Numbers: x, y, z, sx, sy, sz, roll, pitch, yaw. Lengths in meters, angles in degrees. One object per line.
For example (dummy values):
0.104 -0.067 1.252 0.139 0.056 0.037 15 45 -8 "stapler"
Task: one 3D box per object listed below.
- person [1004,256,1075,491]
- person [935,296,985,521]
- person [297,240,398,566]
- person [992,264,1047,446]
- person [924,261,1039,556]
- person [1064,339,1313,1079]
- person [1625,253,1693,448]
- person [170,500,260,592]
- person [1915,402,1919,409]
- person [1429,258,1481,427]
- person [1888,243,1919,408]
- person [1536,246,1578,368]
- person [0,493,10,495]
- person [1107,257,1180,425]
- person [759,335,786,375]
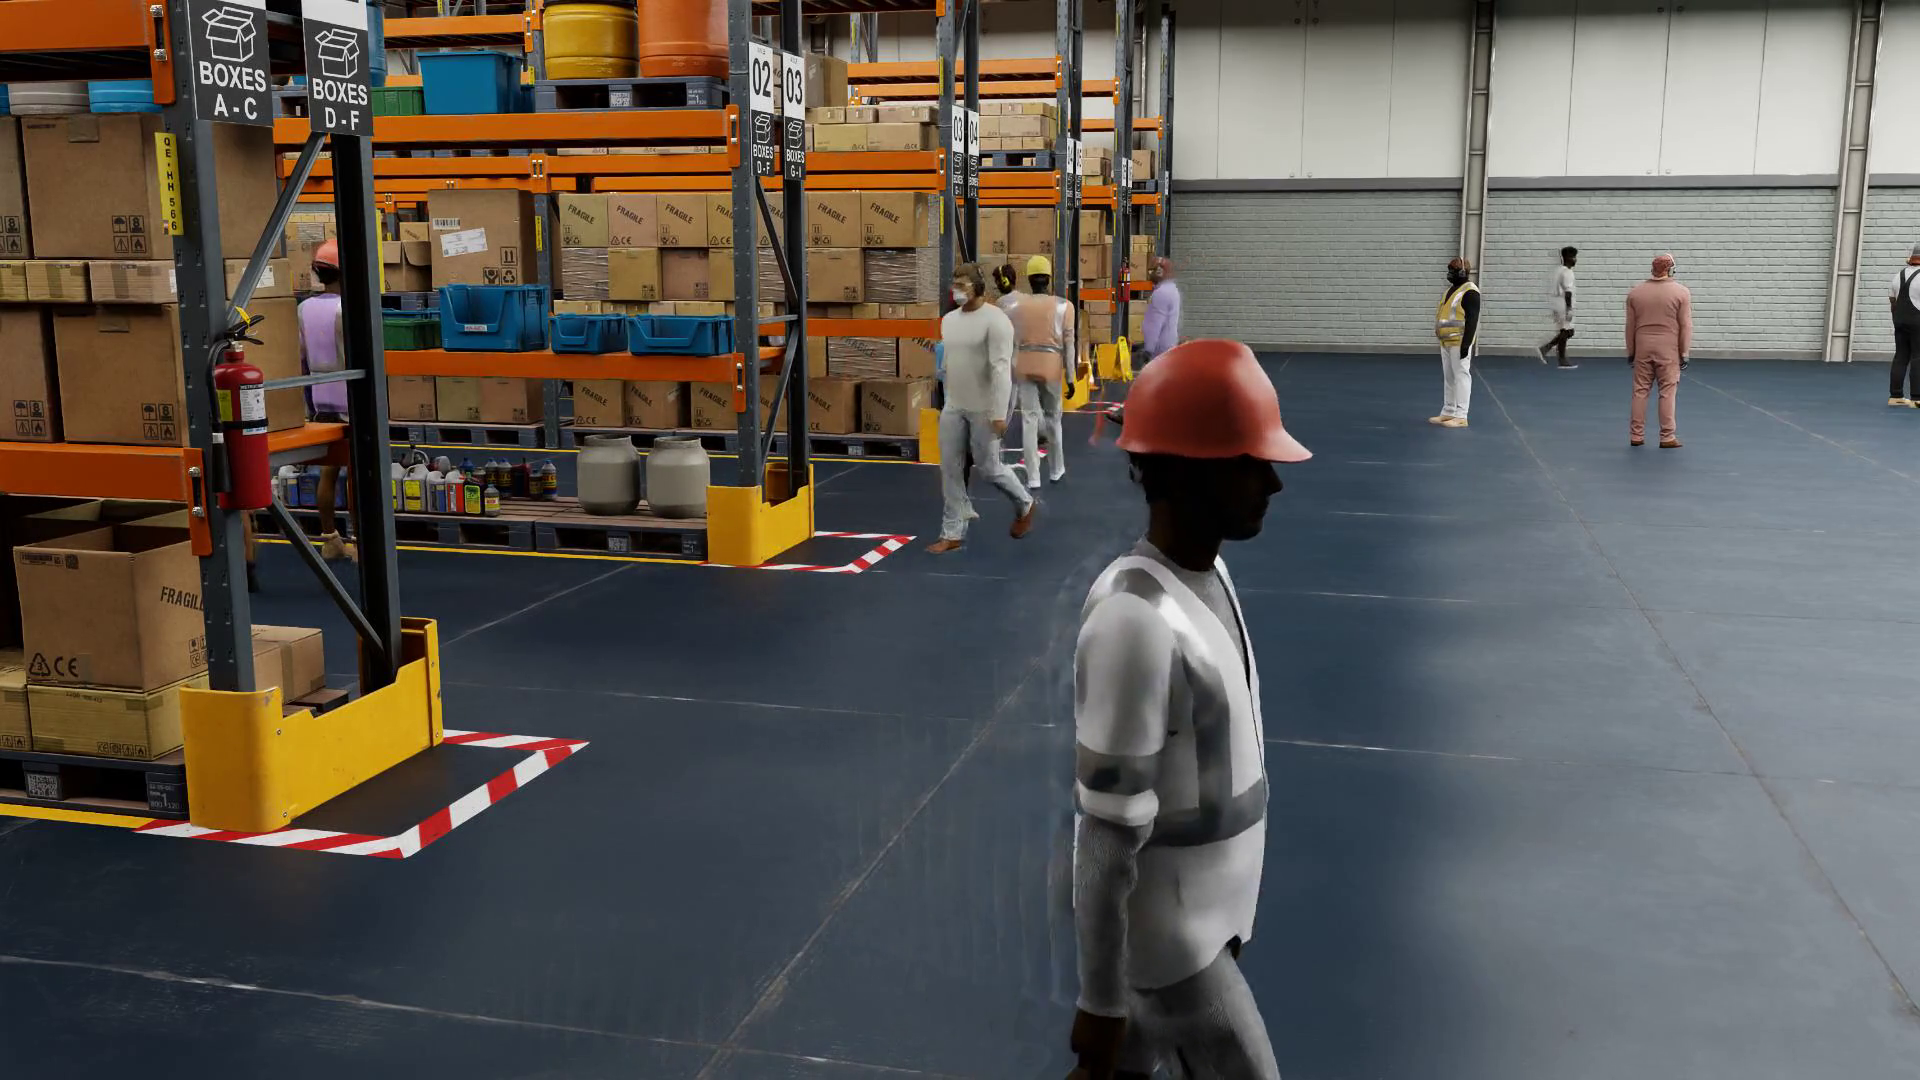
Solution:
0.657 -1.382 13.773 0.614 1.896 0.792 1 10 8 "person"
0.019 -0.995 12.297 0.526 1.656 0.604 -5 12 -27 "person"
-3.867 -0.855 10.473 0.614 2.040 0.378 5 11 26 "person"
0.550 -1.837 16.597 0.973 1.801 0.536 7 12 34 "person"
0.149 -0.867 10.917 0.845 1.915 0.638 -10 14 -43 "person"
0.330 0.606 2.805 0.972 1.895 0.556 3 11 16 "person"
6.905 -1.863 16.427 0.637 1.911 0.406 10 14 43 "person"
-4.313 -0.622 9.521 0.510 1.915 0.565 0 10 -1 "person"
11.744 -2.362 19.349 1.004 1.850 0.677 3 11 18 "person"
5.449 -2.167 18.299 0.429 1.844 0.622 -2 10 -9 "person"
11.759 -2.643 20.381 0.539 2.000 0.688 -2 10 -12 "person"
9.546 -3.687 26.415 0.599 1.950 0.635 1 10 6 "person"
-6.601 -0.902 10.852 0.929 2.016 0.616 2 10 10 "person"
2.087 -2.101 17.883 0.980 1.850 0.669 2 10 13 "person"
-2.073 -2.109 17.926 1.009 1.859 0.622 5 11 25 "person"
